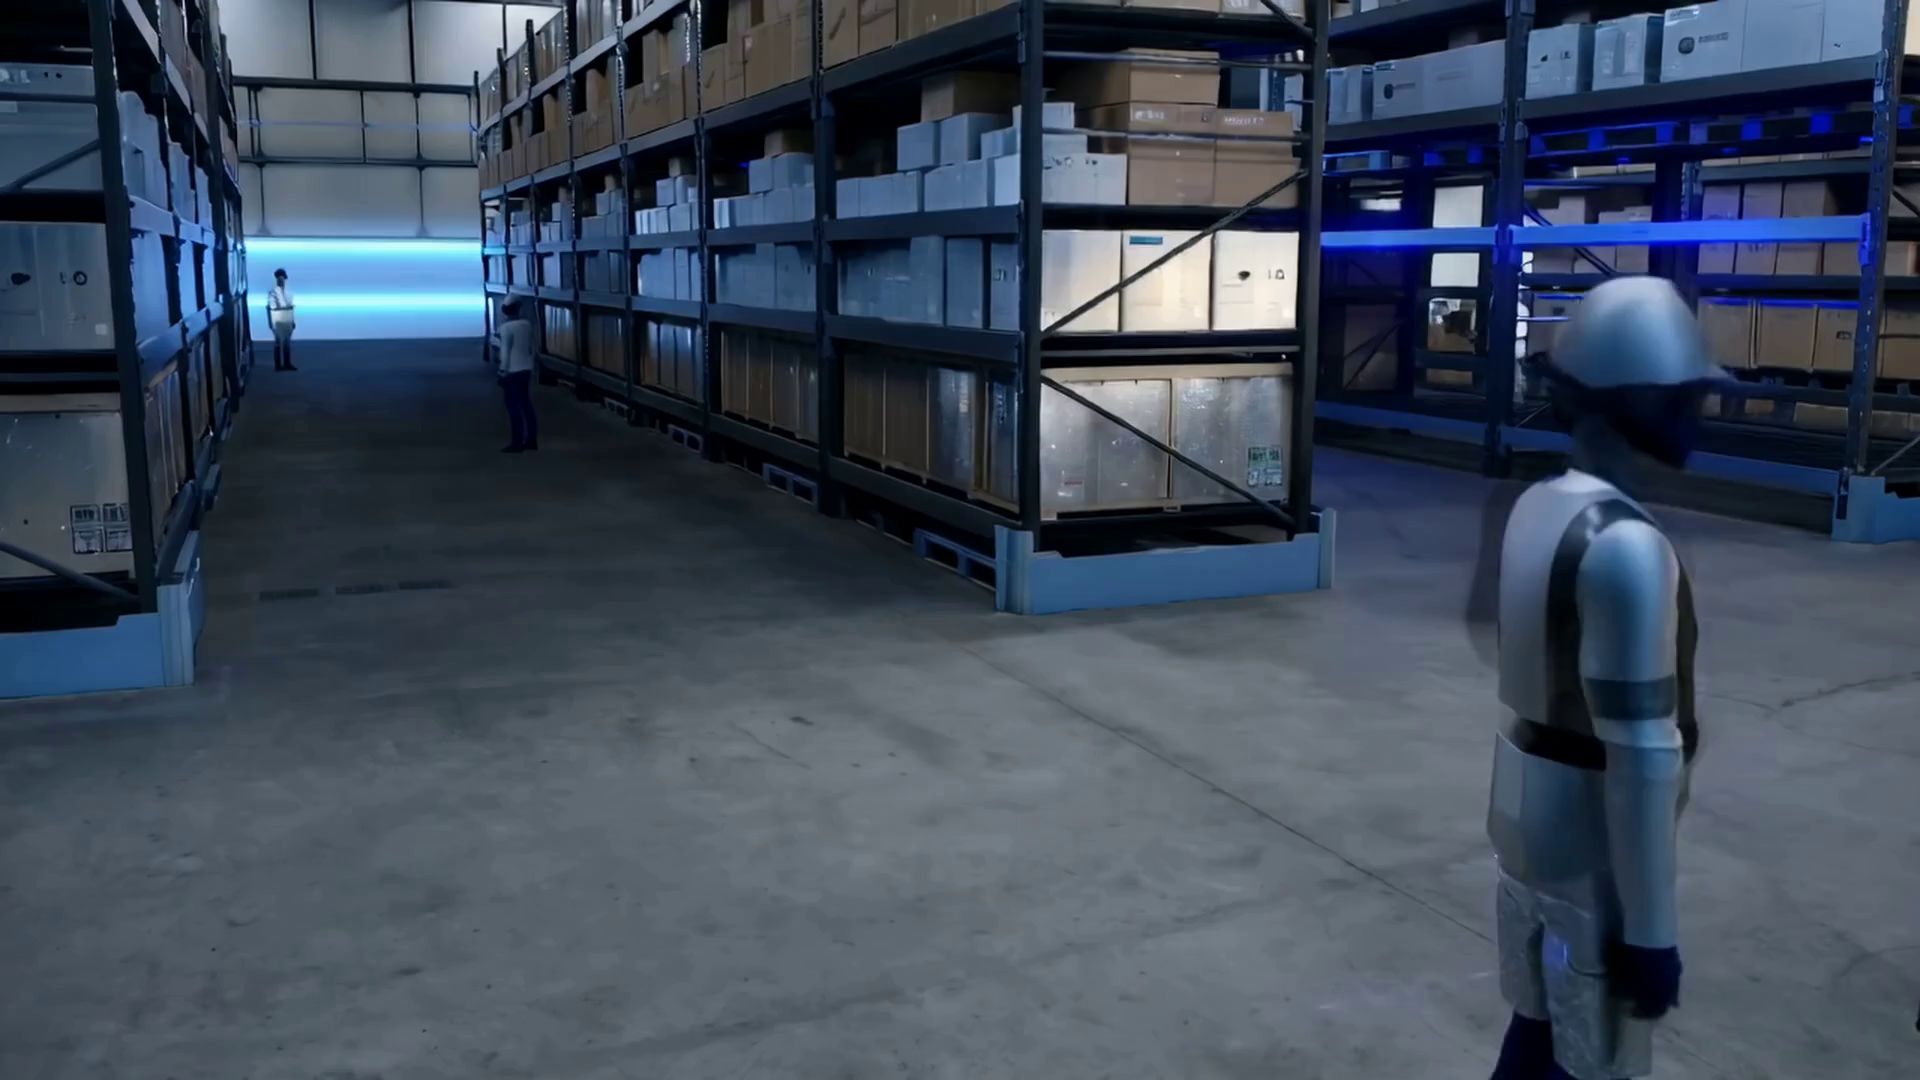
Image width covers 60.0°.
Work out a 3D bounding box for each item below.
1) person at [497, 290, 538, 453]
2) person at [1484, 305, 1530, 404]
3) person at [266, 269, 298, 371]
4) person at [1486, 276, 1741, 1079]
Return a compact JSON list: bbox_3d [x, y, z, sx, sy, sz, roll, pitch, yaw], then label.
[{"bbox_3d":[-4.868,-1.837,18.197,0.328,1.769,0.526,5,11,27],"label":"person"},{"bbox_3d":[6.538,-2.153,19.876,0.563,1.838,0.390,-4,10,-24],"label":"person"},{"bbox_3d":[-13.007,-4.215,31.928,0.358,1.938,0.542,5,11,28],"label":"person"},{"bbox_3d":[1.145,0.563,2.985,0.371,2.047,0.608,0,9,0],"label":"person"}]
